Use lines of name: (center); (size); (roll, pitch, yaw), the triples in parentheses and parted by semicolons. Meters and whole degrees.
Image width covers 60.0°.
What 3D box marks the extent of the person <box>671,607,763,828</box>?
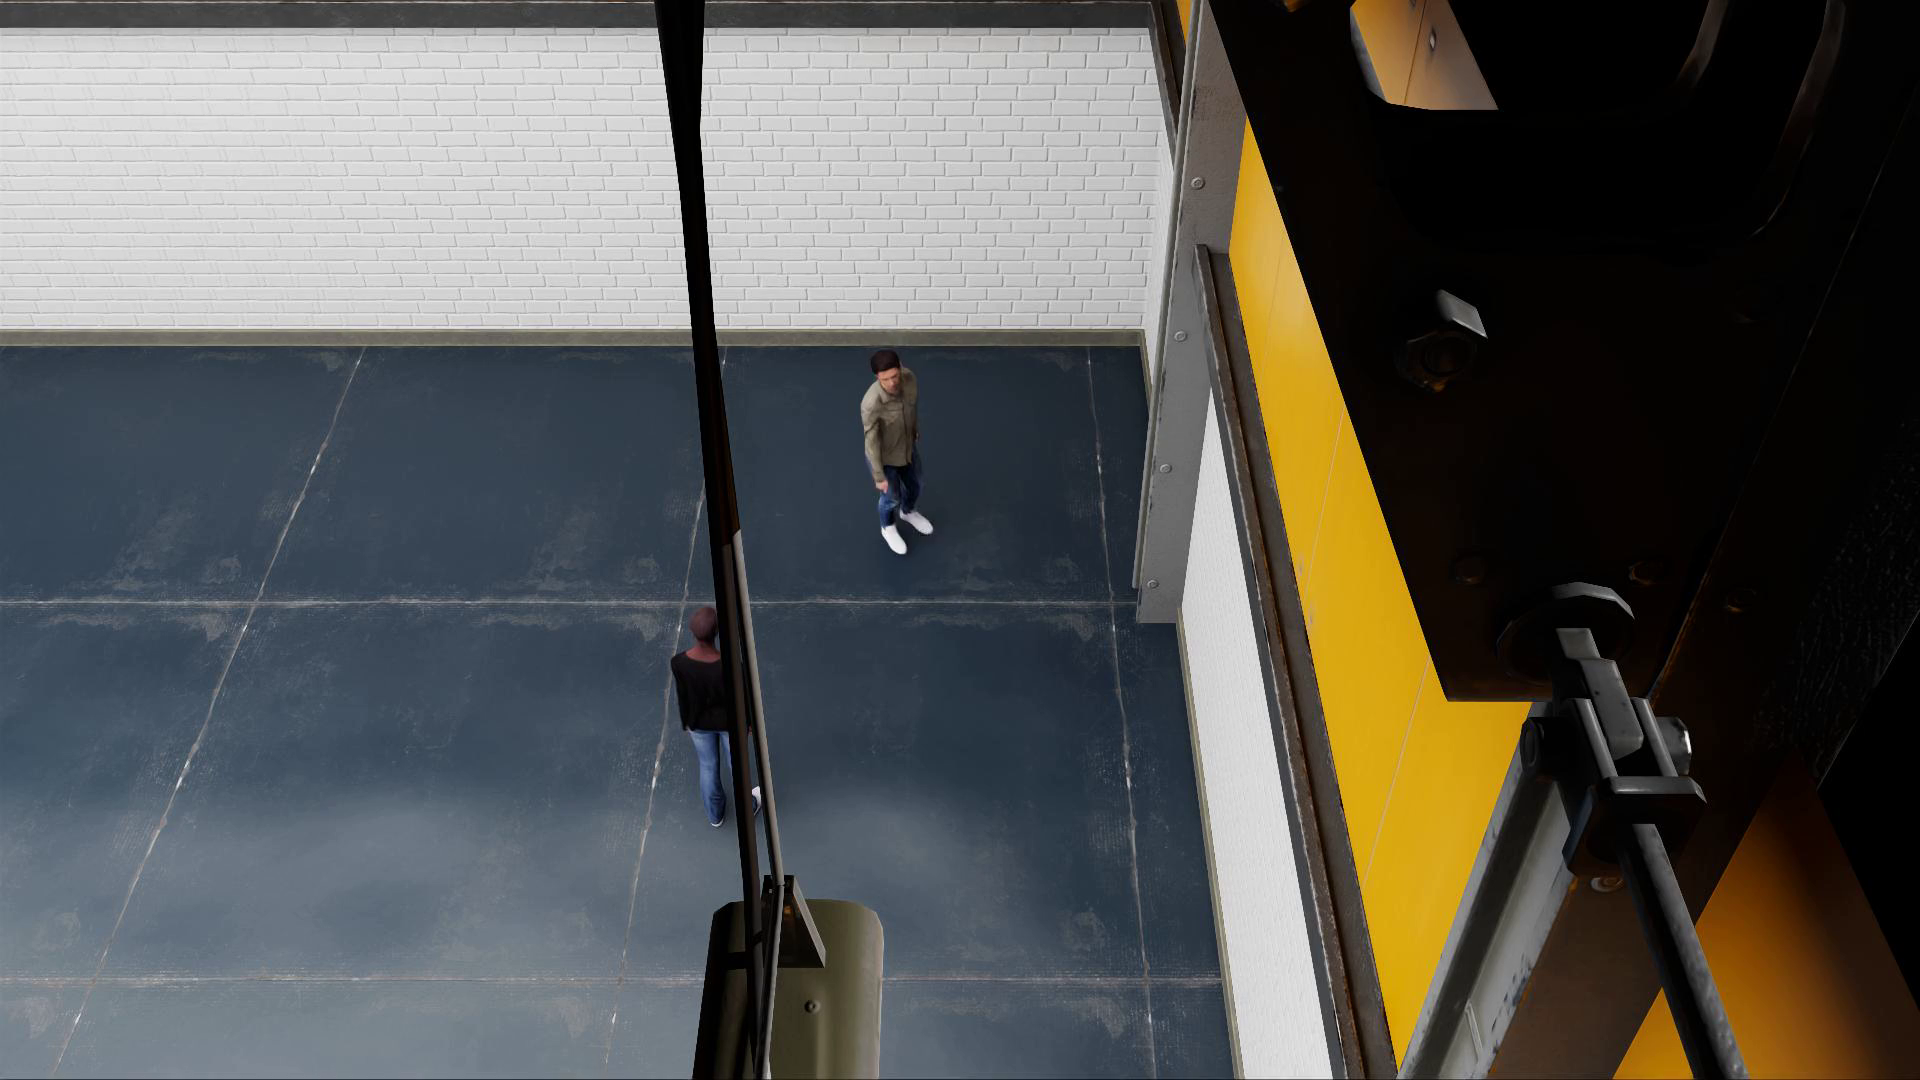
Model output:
person: (-1.423, 1.054, 9.740); (0.603, 1.748, 0.542); (2, 44, 2)

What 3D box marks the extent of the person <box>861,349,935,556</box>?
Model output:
person: (-0.480, -0.648, 11.468); (0.895, 1.829, 0.807); (20, 47, 20)
